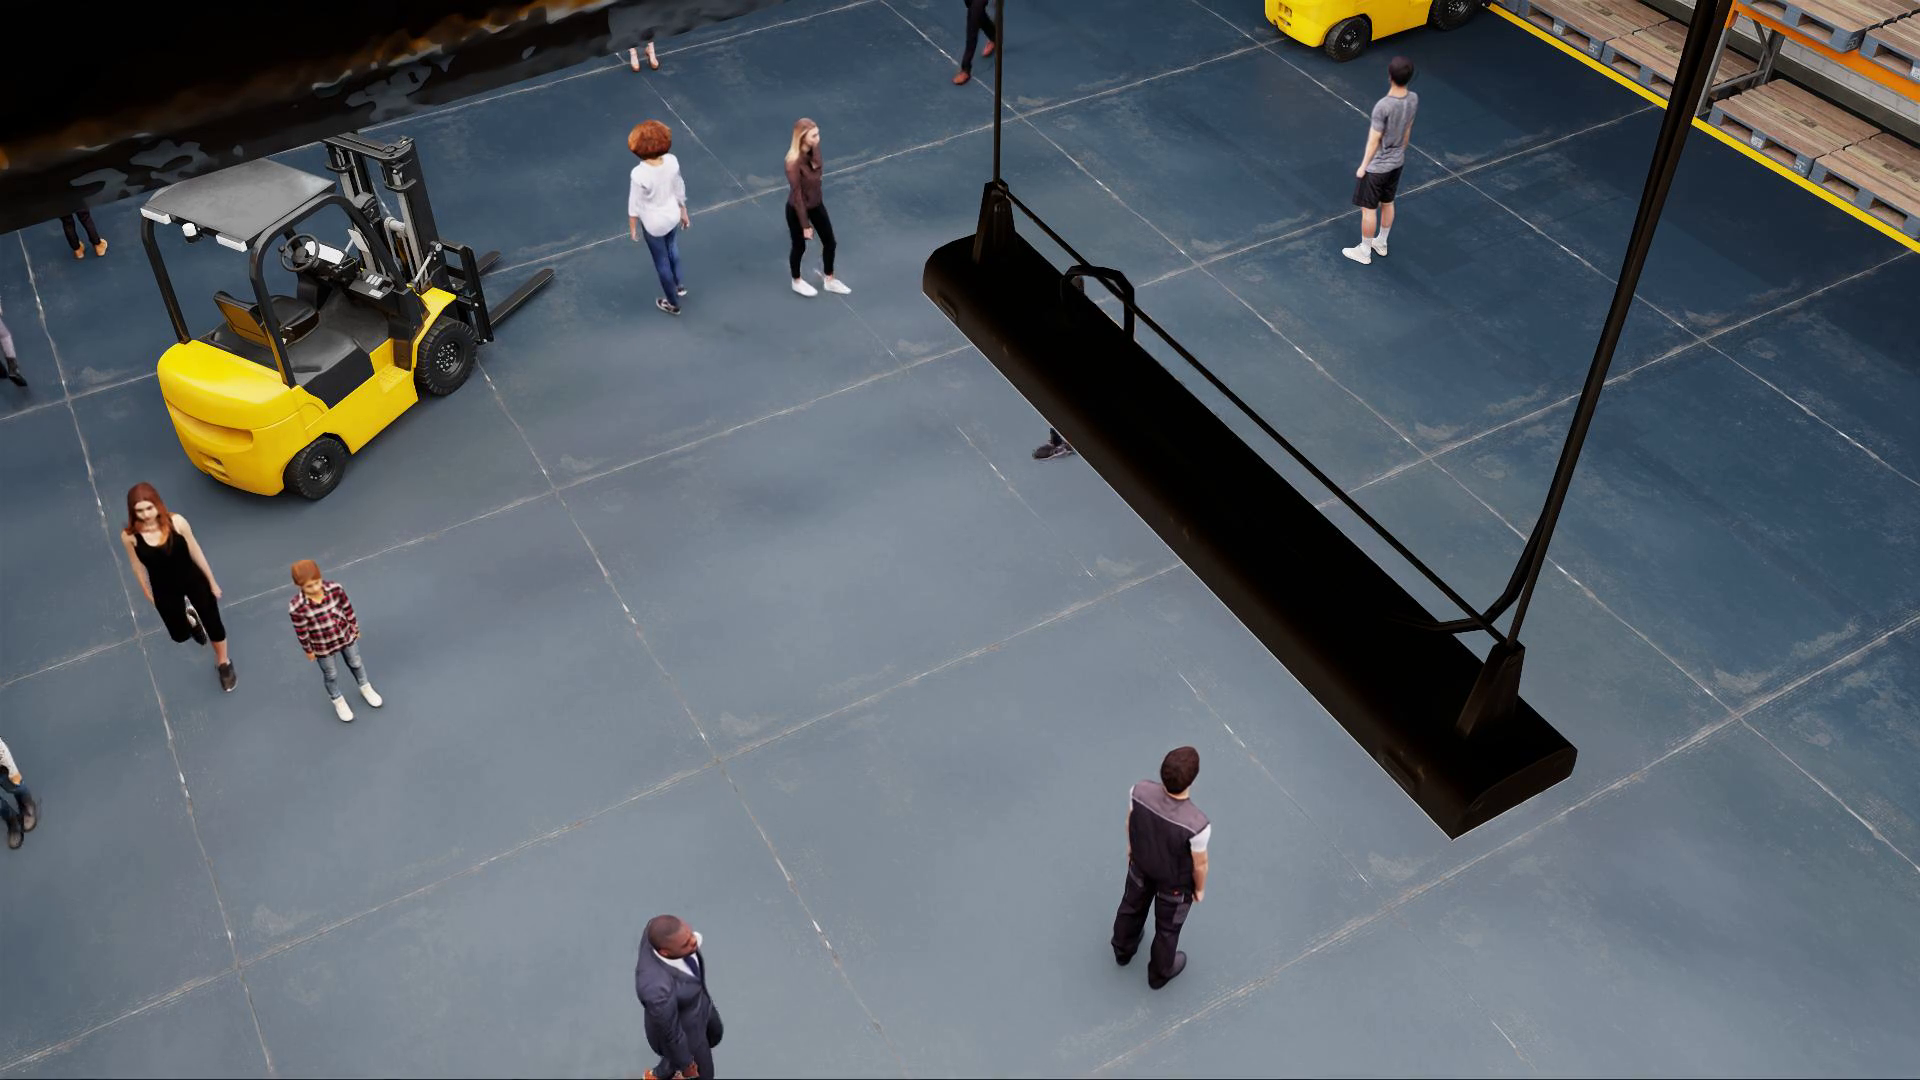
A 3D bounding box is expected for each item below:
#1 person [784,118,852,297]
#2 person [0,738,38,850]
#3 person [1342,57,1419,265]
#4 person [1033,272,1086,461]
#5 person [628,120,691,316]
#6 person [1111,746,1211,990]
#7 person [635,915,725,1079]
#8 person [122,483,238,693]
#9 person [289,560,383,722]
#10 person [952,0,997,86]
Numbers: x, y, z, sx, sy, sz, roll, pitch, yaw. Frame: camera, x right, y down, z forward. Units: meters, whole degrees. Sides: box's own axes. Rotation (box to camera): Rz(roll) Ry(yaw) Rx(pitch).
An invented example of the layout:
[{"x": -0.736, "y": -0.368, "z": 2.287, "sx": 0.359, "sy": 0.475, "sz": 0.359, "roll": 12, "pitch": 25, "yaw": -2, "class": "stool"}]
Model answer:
[{"x": -1.356, "y": -2.754, "z": 13.804, "sx": 0.867, "sy": 1.684, "sz": 0.786, "roll": 24, "pitch": 49, "yaw": 23, "class": "person"}, {"x": -5.748, "y": 1.291, "z": 9.840, "sx": 0.551, "sy": 1.295, "sz": 0.650, "roll": -5, "pitch": 44, "yaw": -5, "class": "person"}, {"x": 3.613, "y": -3.217, "z": 14.154, "sx": 0.668, "sy": 1.872, "sz": 0.548, "roll": -25, "pitch": 49, "yaw": -24, "class": "person"}, {"x": 0.912, "y": -1.296, "z": 12.319, "sx": 0.734, "sy": 1.624, "sz": 0.734, "roll": -9, "pitch": 44, "yaw": -9, "class": "person"}, {"x": -2.400, "y": -2.601, "z": 13.634, "sx": 0.721, "sy": 1.698, "sz": 0.695, "roll": -33, "pitch": 53, "yaw": -30, "class": "person"}, {"x": 1.084, "y": 1.764, "z": 8.945, "sx": 0.645, "sy": 1.846, "sz": 0.783, "roll": 28, "pitch": 50, "yaw": 27, "class": "person"}, {"x": -1.457, "y": 2.400, "z": 8.306, "sx": 0.931, "sy": 1.807, "sz": 0.865, "roll": -1, "pitch": 44, "yaw": -1, "class": "person"}, {"x": -4.982, "y": 0.243, "z": 10.635, "sx": 0.625, "sy": 1.717, "sz": 0.815, "roll": -18, "pitch": 47, "yaw": -18, "class": "person"}, {"x": -4.000, "y": 0.604, "z": 10.555, "sx": 0.556, "sy": 1.305, "sz": 0.541, "roll": -30, "pitch": 51, "yaw": -27, "class": "person"}, {"x": 0.206, "y": -5.602, "z": 16.682, "sx": 1.274, "sy": 1.840, "sz": 1.106, "roll": 26, "pitch": 50, "yaw": 25, "class": "person"}]
